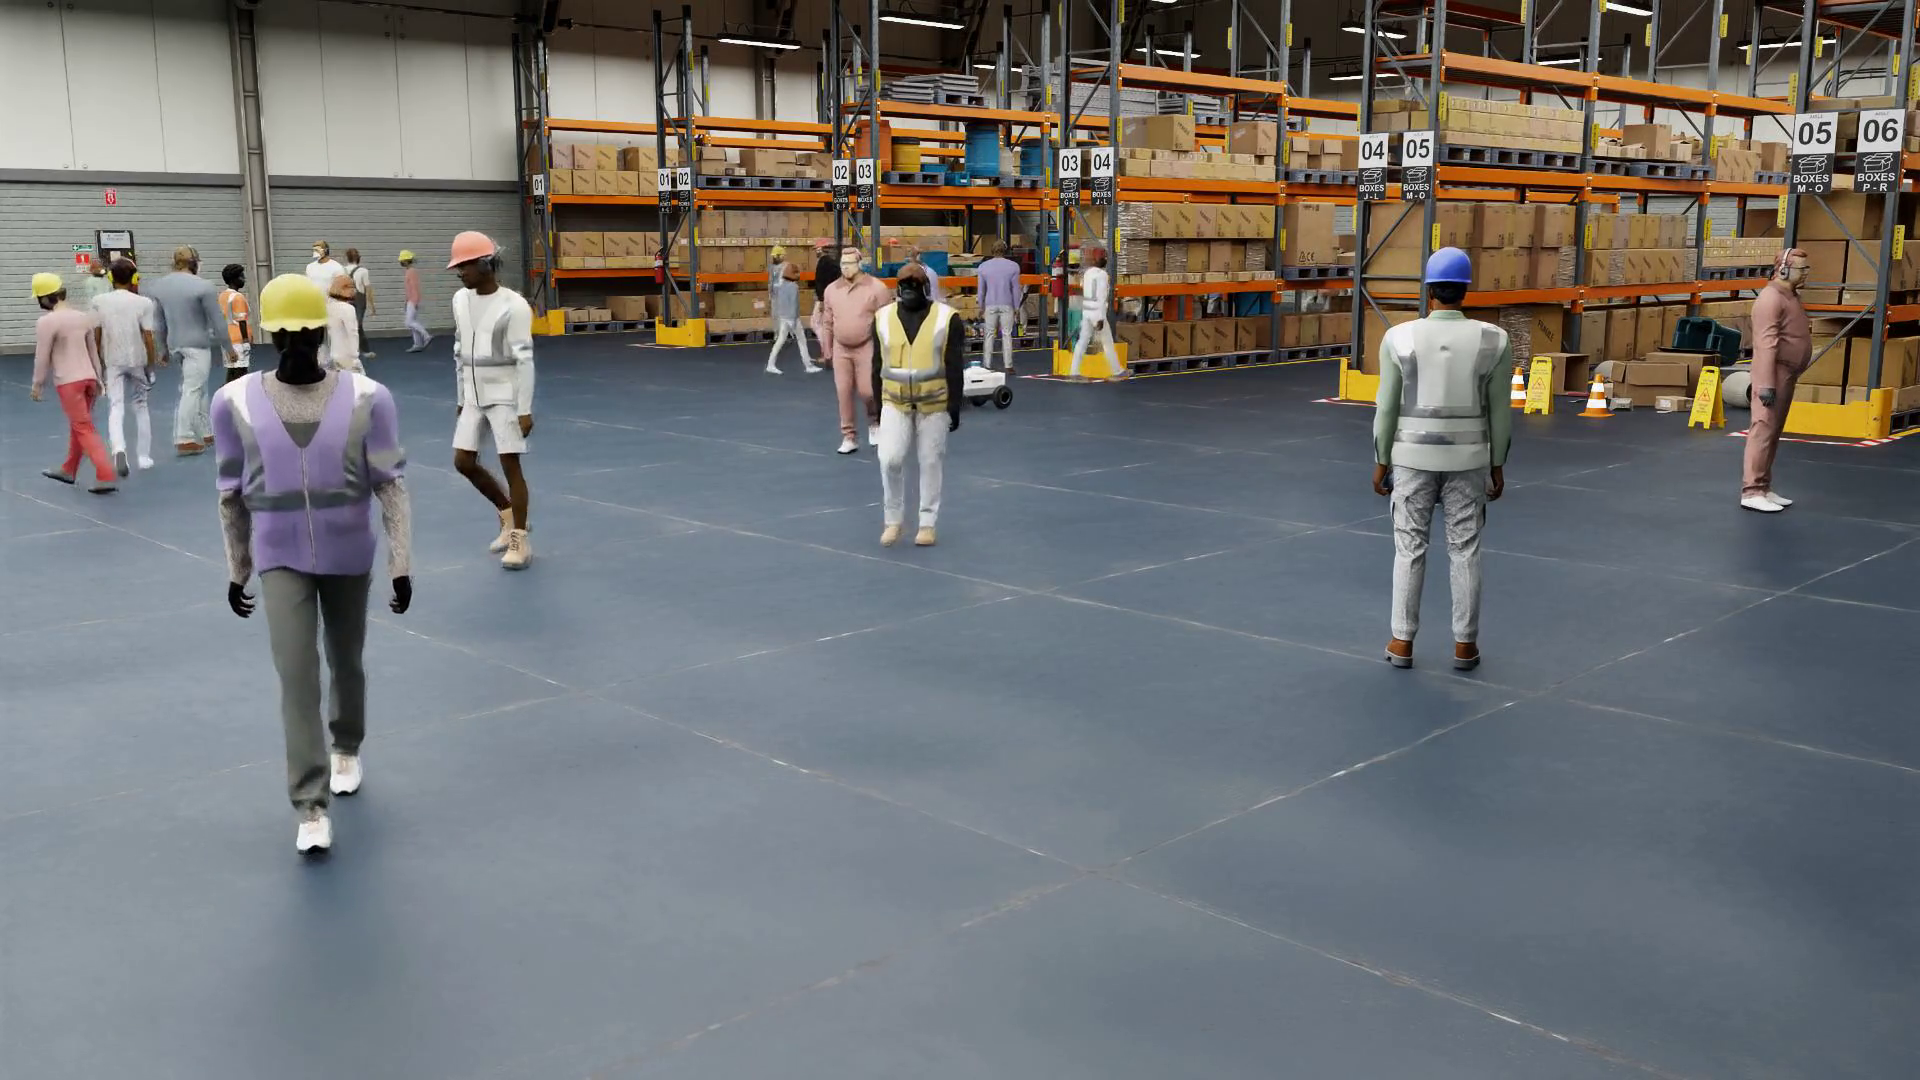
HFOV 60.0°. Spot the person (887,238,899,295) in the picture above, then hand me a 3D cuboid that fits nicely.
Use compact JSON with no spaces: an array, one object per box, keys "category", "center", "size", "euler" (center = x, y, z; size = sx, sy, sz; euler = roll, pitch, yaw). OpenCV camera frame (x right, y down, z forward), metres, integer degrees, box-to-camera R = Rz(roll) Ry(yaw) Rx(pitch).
[{"category":"person","center":[-1.544,-5.984,38.345],"size":[0.552,1.934,0.363],"euler":[9,14,42]}]

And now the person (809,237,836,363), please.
[{"category":"person","center":[-2.140,-3.784,26.253],"size":[0.500,1.968,0.652],"euler":[2,11,13]}]

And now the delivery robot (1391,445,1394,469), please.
[{"category":"delivery robot","center":[3.681,-0.642,12.843],"size":[0.707,0.478,0.477],"euler":[-5,12,-27]}]

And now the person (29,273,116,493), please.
[{"category":"person","center":[-6.995,-1.224,13.026],"size":[0.837,1.710,0.550],"euler":[2,11,10]}]

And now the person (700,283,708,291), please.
[{"category":"person","center":[-5.394,-5.322,34.436],"size":[0.367,2.046,0.608],"euler":[-6,12,-29]}]

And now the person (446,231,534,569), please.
[{"category":"person","center":[-2.831,-0.848,10.097],"size":[0.710,2.020,0.418],"euler":[6,12,28]}]

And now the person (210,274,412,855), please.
[{"category":"person","center":[-2.188,0.039,5.668],"size":[0.604,1.877,0.984],"euler":[-4,11,-20]}]

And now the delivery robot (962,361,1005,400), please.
[{"category":"delivery robot","center":[0.185,-1.839,19.370],"size":[0.707,0.478,0.477],"euler":[-9,14,-40]}]

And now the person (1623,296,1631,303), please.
[{"category":"person","center":[15.608,-6.027,38.619],"size":[0.421,1.921,0.560],"euler":[-8,13,-36]}]

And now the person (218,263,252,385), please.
[{"category":"person","center":[-7.834,-2.139,18.031],"size":[0.317,1.695,0.540],"euler":[-10,14,-43]}]

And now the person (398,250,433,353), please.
[{"category":"person","center":[-9.392,-4.091,28.540],"size":[0.439,1.750,0.544],"euler":[-4,11,-23]}]

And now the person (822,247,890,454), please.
[{"category":"person","center":[-0.967,-1.748,15.362],"size":[0.669,1.890,0.457],"euler":[3,11,16]}]

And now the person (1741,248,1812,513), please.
[{"category":"person","center":[6.002,-1.172,12.184],"size":[0.402,1.906,0.652],"euler":[8,13,36]}]

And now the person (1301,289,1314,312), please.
[{"category":"person","center":[8.337,-6.260,40.067],"size":[0.553,1.853,0.460],"euler":[9,14,40]}]

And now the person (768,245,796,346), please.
[{"category":"person","center":[-3.253,-4.448,30.292],"size":[0.609,1.812,0.470],"euler":[9,14,42]}]

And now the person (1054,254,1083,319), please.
[{"category":"person","center":[1.752,-3.605,25.975],"size":[0.548,1.718,0.924],"euler":[4,11,23]}]

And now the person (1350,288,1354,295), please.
[{"category":"person","center":[8.078,-5.071,33.302],"size":[0.600,1.959,0.384],"euler":[-4,11,-21]}]

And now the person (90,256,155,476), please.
[{"category":"person","center":[-7.081,-1.482,14.095],"size":[0.514,1.834,0.893],"euler":[-4,11,-21]}]

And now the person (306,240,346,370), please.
[{"category":"person","center":[-8.716,-3.147,22.866],"size":[0.629,1.940,0.372],"euler":[3,11,18]}]

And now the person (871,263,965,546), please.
[{"category":"person","center":[-0.284,-0.855,10.693],"size":[0.629,1.824,0.575],"euler":[2,10,8]}]

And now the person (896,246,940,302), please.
[{"category":"person","center":[-0.593,-3.100,22.874],"size":[1.043,1.844,0.634],"euler":[-10,14,-42]}]

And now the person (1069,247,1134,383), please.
[{"category":"person","center":[1.896,-3.056,22.660],"size":[0.972,1.829,0.603],"euler":[-5,12,-25]}]

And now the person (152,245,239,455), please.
[{"category":"person","center":[-7.050,-1.775,15.462],"size":[0.635,1.903,0.863],"euler":[4,11,22]}]

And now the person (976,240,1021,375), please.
[{"category":"person","center":[0.558,-3.352,24.041],"size":[0.649,1.927,0.381],"euler":[1,10,6]}]

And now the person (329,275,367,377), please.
[{"category":"person","center":[-5.914,-1.740,16.040],"size":[0.385,1.619,0.526],"euler":[-9,14,-40]}]

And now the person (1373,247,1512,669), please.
[{"category":"person","center":[2.235,-0.377,7.743],"size":[0.616,1.943,0.403],"euler":[2,11,11]}]

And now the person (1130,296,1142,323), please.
[{"category":"person","center":[3.937,-5.562,36.401],"size":[0.599,1.807,0.729],"euler":[10,14,42]}]

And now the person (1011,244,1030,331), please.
[{"category":"person","center":[1.112,-4.843,32.399],"size":[0.430,1.838,0.619],"euler":[-8,13,-36]}]

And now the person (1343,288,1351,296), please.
[{"category":"person","center":[9.423,-6.291,39.947],"size":[0.618,1.967,0.814],"euler":[-8,13,-38]}]

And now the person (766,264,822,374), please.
[{"category":"person","center":[-2.452,-3.202,24.120],"size":[0.850,1.587,0.514],"euler":[-6,12,-30]}]

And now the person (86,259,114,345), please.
[{"category":"person","center":[-14.150,-3.802,27.329],"size":[0.712,1.612,0.500],"euler":[3,11,15]}]

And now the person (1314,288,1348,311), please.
[{"category":"person","center":[6.937,-4.604,30.982],"size":[0.987,1.874,0.610],"euler":[-9,14,-41]}]

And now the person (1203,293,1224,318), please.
[{"category":"person","center":[4.527,-4.310,29.219],"size":[0.547,1.934,0.376],"euler":[-3,11,-13]}]

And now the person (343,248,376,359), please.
[{"category":"person","center":[-9.777,-3.810,26.879],"size":[0.526,1.809,0.966],"euler":[2,11,13]}]
